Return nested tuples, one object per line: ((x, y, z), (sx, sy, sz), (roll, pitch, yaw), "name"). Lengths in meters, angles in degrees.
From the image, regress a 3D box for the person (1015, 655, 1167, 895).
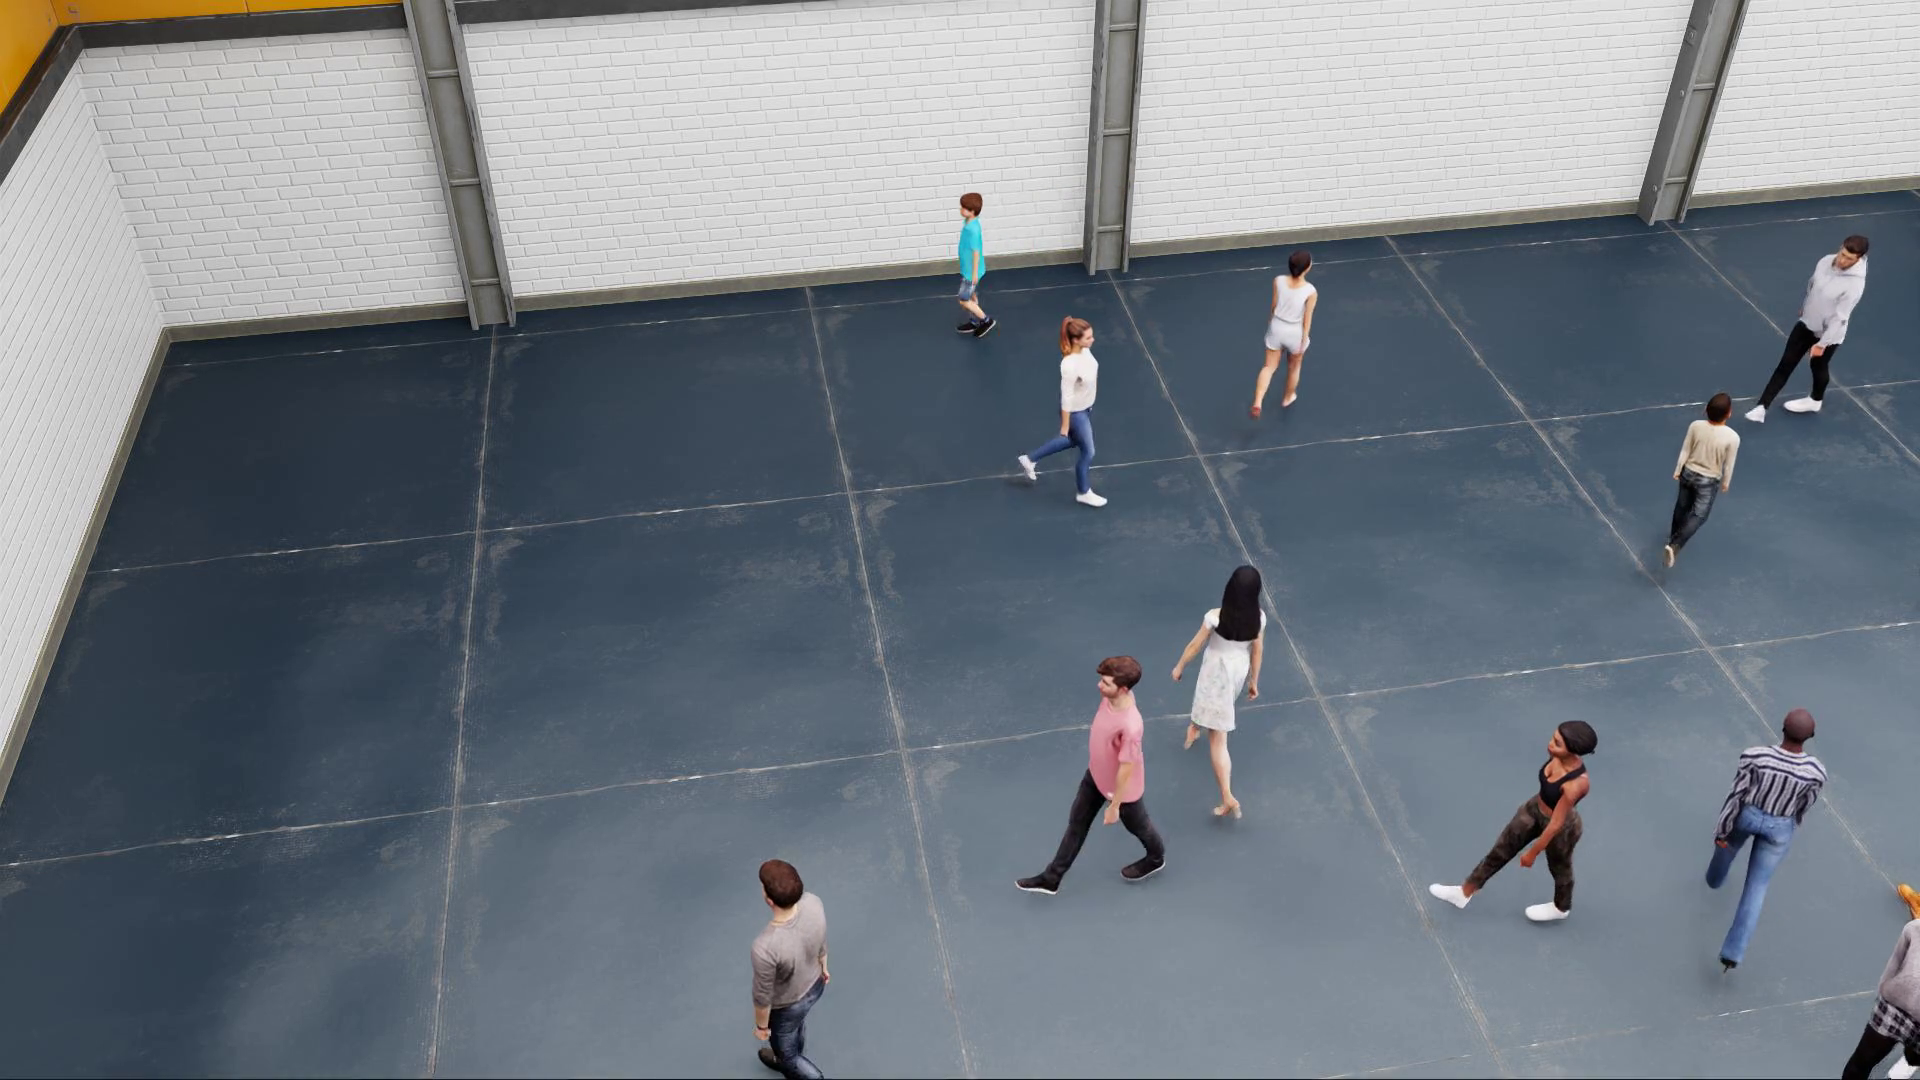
((1.022, 1.427, 9.940), (1.275, 1.904, 0.816), (-13, 41, -16), "person")

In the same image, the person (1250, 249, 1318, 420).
((2.746, -1.717, 14.133), (0.939, 1.584, 0.968), (21, 43, 25), "person")

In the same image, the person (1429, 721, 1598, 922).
((3.562, 1.706, 9.786), (1.132, 1.660, 0.740), (1, 39, 1), "person")

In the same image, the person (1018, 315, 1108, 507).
((0.836, -1.032, 13.182), (1.091, 1.701, 0.877), (10, 40, 12), "person")

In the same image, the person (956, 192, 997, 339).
((0.175, -2.523, 15.256), (0.590, 1.442, 0.536), (-3, 39, -4), "person")

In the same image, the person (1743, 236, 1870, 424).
((7.300, -1.796, 14.016), (1.222, 1.854, 0.930), (-9, 40, -11), "person")

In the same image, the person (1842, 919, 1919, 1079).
((5.093, 2.468, 8.767), (1.216, 1.740, 0.978), (-27, 46, -30), "person")

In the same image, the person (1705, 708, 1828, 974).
((4.642, 1.762, 9.653), (1.194, 1.737, 1.118), (15, 41, 18), "person")

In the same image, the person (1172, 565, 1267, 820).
((1.711, 0.990, 10.636), (1.098, 1.718, 0.756), (-10, 40, -13), "person")

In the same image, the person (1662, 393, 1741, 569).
((5.603, -0.438, 12.641), (0.848, 1.447, 0.973), (30, 48, 32), "person")

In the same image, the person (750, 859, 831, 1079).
((-0.822, 2.418, 8.718), (1.173, 1.881, 1.126), (25, 45, 28), "person")
